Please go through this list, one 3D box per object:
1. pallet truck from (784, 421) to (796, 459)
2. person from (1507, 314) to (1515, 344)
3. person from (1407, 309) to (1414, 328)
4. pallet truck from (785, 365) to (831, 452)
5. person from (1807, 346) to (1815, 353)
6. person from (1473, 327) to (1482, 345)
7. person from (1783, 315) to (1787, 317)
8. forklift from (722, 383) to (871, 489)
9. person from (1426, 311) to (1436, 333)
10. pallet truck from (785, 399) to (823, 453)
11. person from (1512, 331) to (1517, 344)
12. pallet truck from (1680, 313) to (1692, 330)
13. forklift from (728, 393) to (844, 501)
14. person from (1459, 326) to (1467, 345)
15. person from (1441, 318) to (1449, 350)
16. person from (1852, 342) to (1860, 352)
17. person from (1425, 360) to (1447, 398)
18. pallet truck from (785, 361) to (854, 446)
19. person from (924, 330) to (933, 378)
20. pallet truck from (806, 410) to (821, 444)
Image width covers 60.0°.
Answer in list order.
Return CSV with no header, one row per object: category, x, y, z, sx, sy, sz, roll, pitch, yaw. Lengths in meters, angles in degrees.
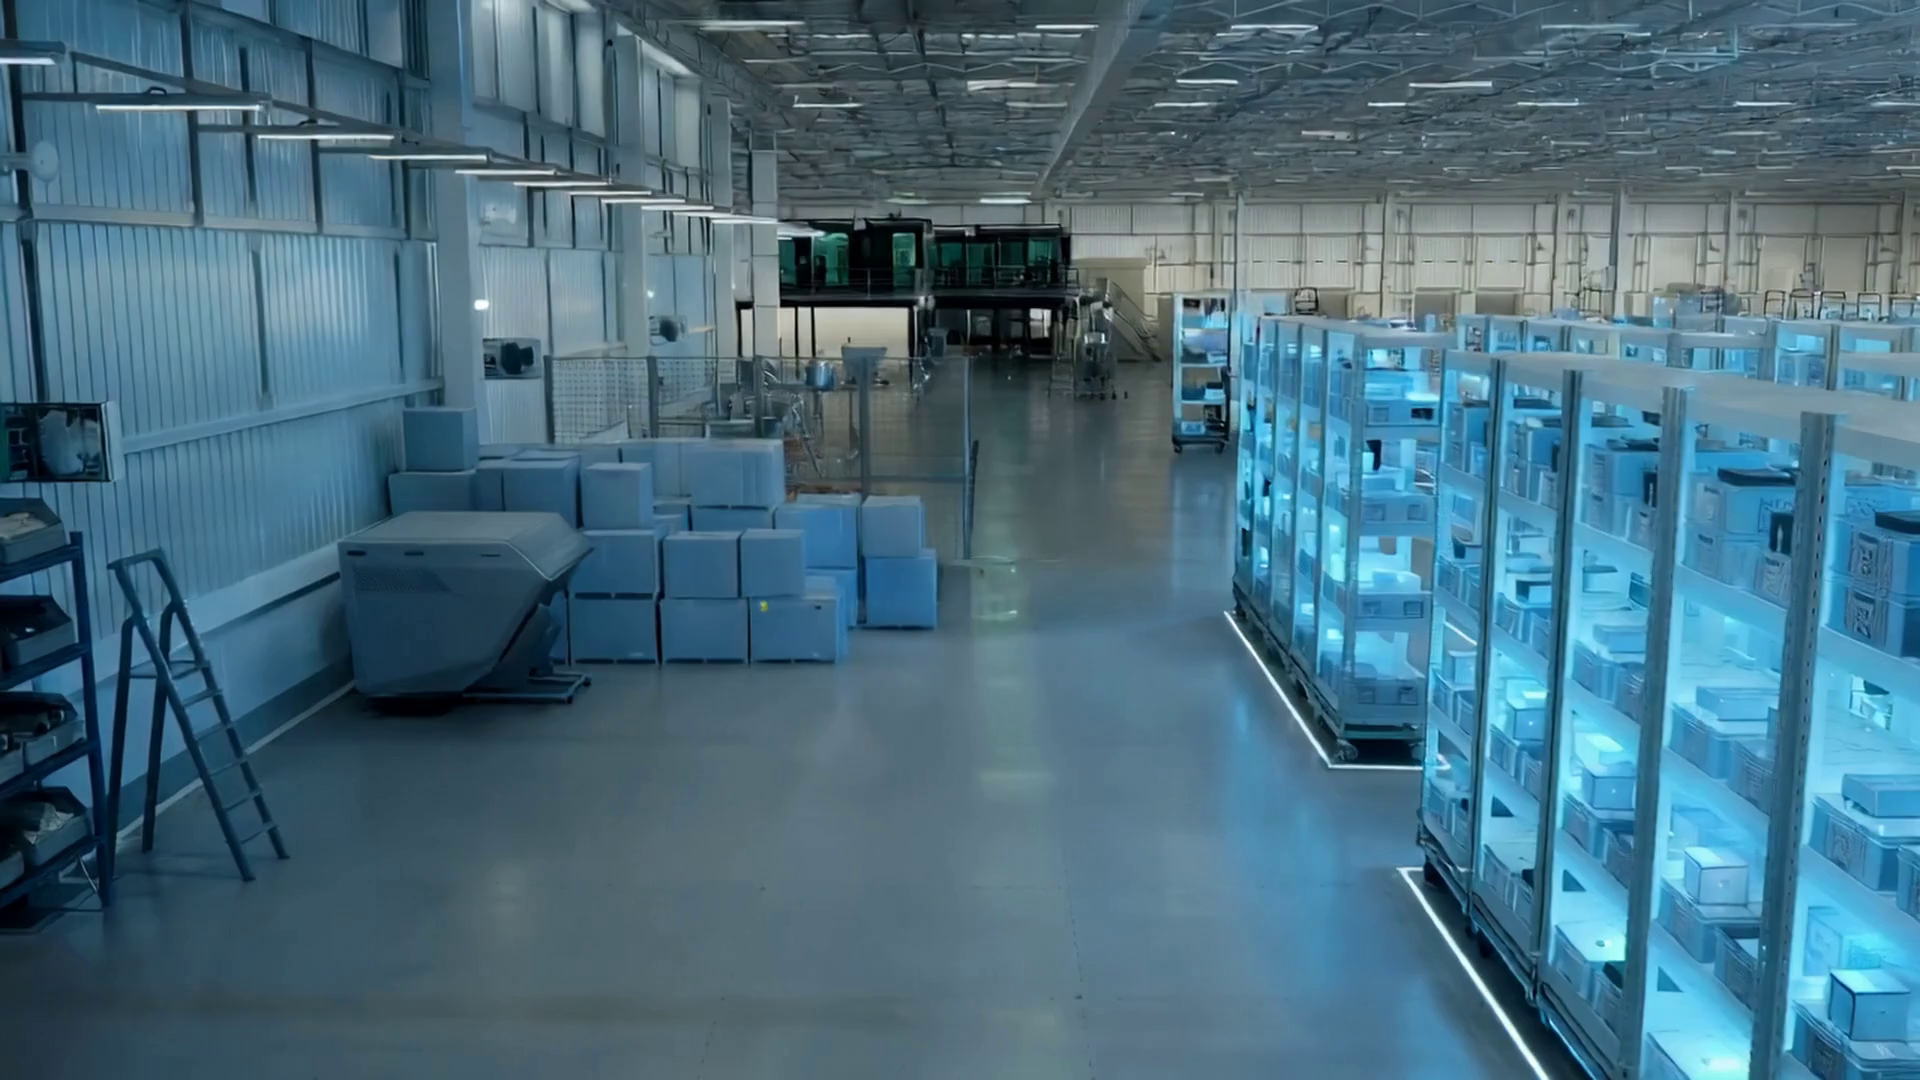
pallet truck,-4.013,-1.793,32.705,1.601,1.201,0.680,0,9,1
person,28.546,-10.730,85.918,0.552,1.854,0.559,-8,12,-40
person,25.607,-12.176,94.626,0.396,1.921,0.585,7,12,37
pallet truck,-3.774,-2.976,37.635,1.885,1.965,0.823,1,9,5
person,28.118,-5.621,55.133,0.524,1.598,0.786,0,9,2
person,20.481,-7.510,66.021,0.507,1.865,0.329,-8,12,-40
person,40.387,-10.057,81.519,0.372,1.934,0.627,-4,10,-25
forklift,-2.893,-1.687,28.729,2.680,1.987,1.157,0,9,-1
person,26.951,-12.207,95.219,0.628,1.801,0.930,5,10,28
pallet truck,-3.814,-2.432,36.419,1.630,1.274,0.653,0,9,1
person,21.208,-7.168,63.763,0.646,1.899,0.607,4,10,22
pallet truck,36.315,-10.531,84.244,0.823,1.965,1.885,-6,11,-33
forklift,-2.979,-1.316,26.476,2.680,1.987,1.157,0,9,1
person,24.483,-9.947,81.169,0.674,1.851,0.585,-8,12,-40
person,22.737,-9.436,77.794,0.680,1.900,0.615,3,10,17
person,31.645,-6.402,59.035,0.625,1.916,0.570,1,9,6
person,10.984,-3.159,38.691,0.727,2.021,0.435,2,9,14
pallet truck,-3.410,-3.193,38.978,1.885,1.965,0.823,0,9,-1
person,-1.221,-7.154,63.874,0.330,1.844,0.519,3,10,20
pallet truck,-3.559,-2.018,33.905,1.522,1.261,0.704,0,9,-1
